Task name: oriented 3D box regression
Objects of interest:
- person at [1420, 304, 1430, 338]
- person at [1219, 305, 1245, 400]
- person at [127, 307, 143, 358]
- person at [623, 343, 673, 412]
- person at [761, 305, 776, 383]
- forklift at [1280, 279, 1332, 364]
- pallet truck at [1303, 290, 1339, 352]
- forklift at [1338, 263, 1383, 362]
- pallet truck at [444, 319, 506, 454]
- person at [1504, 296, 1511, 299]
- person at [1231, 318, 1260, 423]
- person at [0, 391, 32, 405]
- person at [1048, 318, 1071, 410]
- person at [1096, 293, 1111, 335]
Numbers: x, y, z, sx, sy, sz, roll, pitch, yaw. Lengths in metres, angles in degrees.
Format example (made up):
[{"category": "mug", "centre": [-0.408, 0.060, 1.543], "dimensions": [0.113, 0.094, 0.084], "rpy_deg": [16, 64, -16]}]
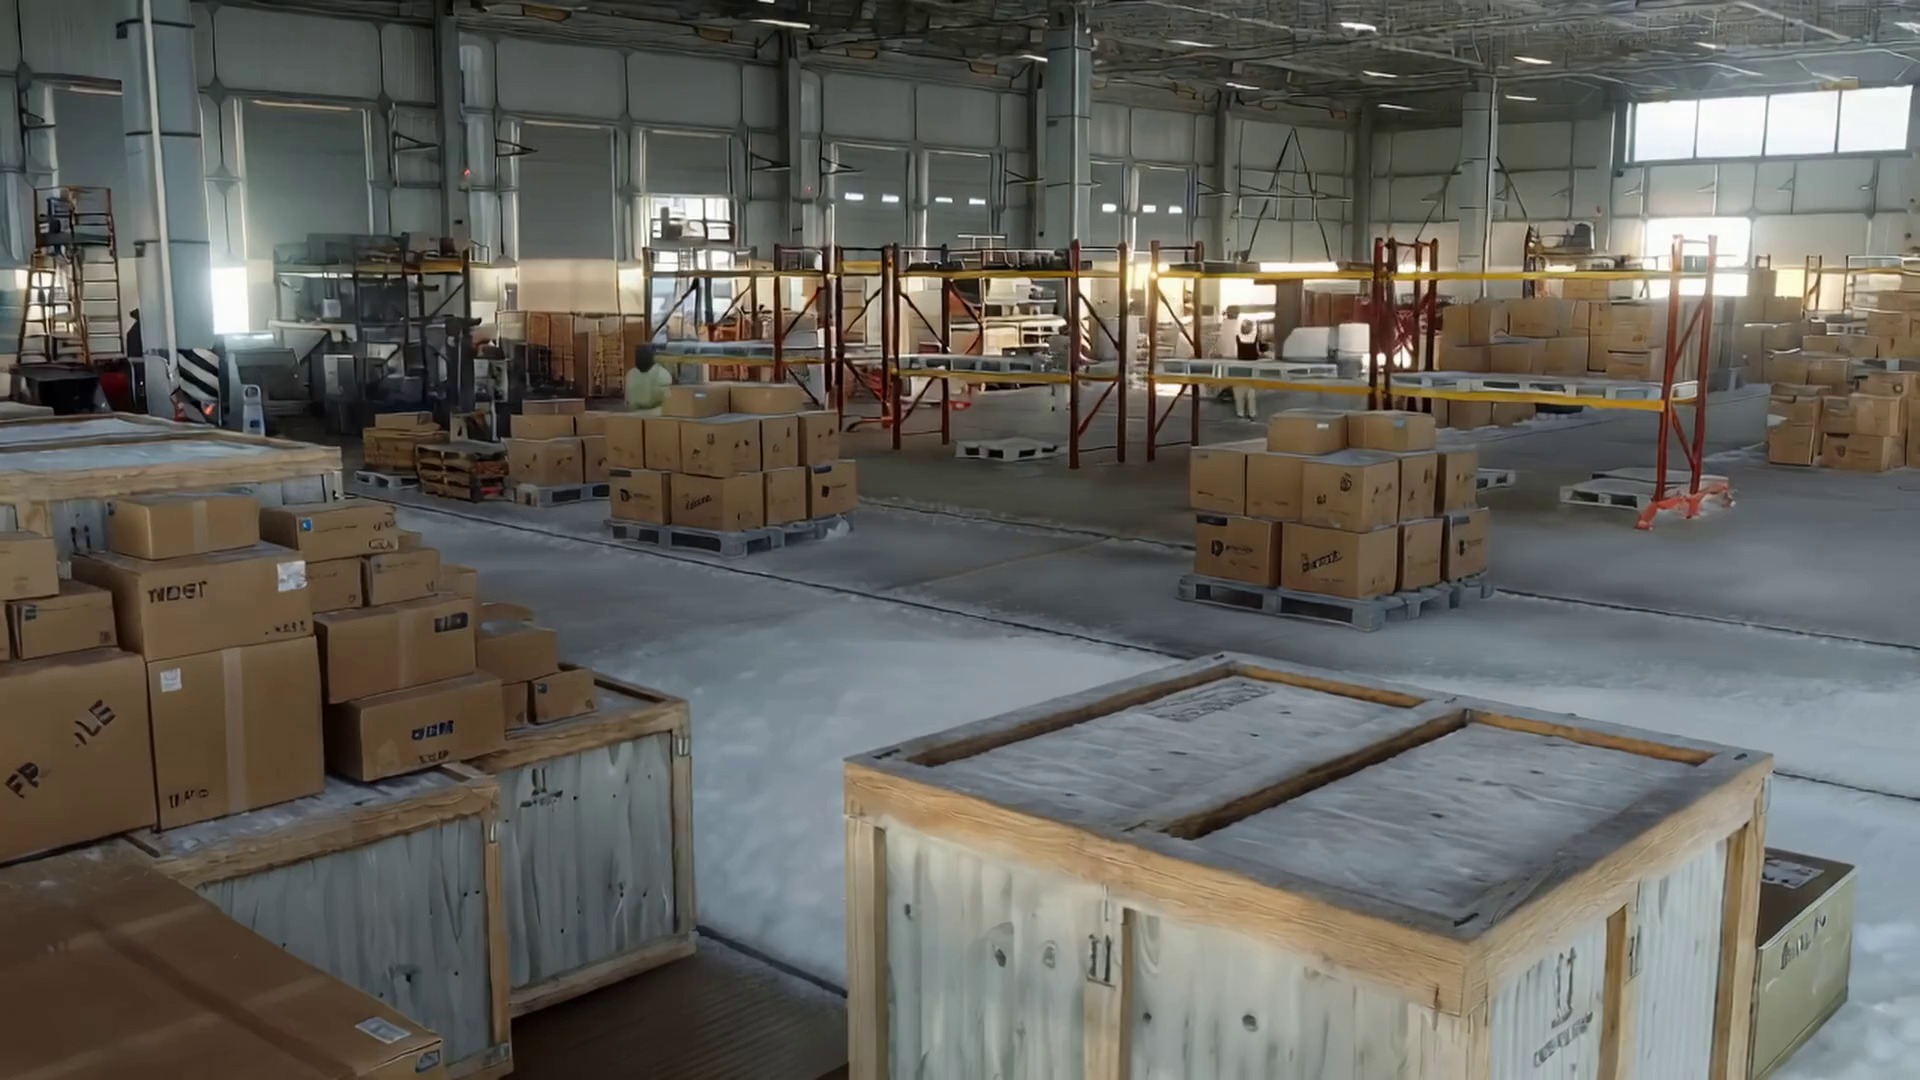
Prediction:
[{"category": "person", "centre": [13.469, -5.994, 48.081], "dimensions": [0.313, 1.642, 0.513], "rpy_deg": [-5, 11, -28]}, {"category": "person", "centre": [5.593, -3.787, 33.720], "dimensions": [0.791, 1.909, 0.666], "rpy_deg": [-3, 10, -18]}, {"category": "person", "centre": [-14.104, -3.004, 28.667], "dimensions": [0.611, 1.996, 0.379], "rpy_deg": [8, 12, 42]}, {"category": "person", "centre": [-3.515, -1.311, 18.789], "dimensions": [0.646, 1.830, 0.533], "rpy_deg": [4, 10, 22]}, {"category": "person", "centre": [-4.137, -4.168, 36.162], "dimensions": [0.391, 1.878, 0.673], "rpy_deg": [-5, 11, -29]}, {"category": "forklift", "centre": [8.964, -6.040, 44.578], "dimensions": [1.873, 2.768, 1.129], "rpy_deg": [5, 10, 28]}, {"category": "pallet truck", "centre": [11.297, -6.951, 52.861], "dimensions": [1.885, 1.965, 0.823], "rpy_deg": [-5, 11, -29]}, {"category": "forklift", "centre": [11.782, -6.481, 47.279], "dimensions": [1.873, 2.768, 1.129], "rpy_deg": [3, 10, 16]}, {"category": "pallet truck", "centre": [-6.981, -1.942, 22.150], "dimensions": [1.885, 1.965, 0.823], "rpy_deg": [1, 9, 9]}, {"category": "person", "centre": [14.836, -5.650, 45.118], "dimensions": [0.723, 1.914, 0.665], "rpy_deg": [-5, 11, -30]}, {"category": "person", "centre": [4.951, -2.919, 28.764], "dimensions": [0.525, 1.793, 0.955], "rpy_deg": [0, 9, 1]}, {"category": "person", "centre": [-6.252, -0.061, 11.053], "dimensions": [0.400, 1.851, 0.564], "rpy_deg": [-8, 12, -40]}, {"category": "person", "centre": [1.902, -3.297, 31.270], "dimensions": [0.485, 1.737, 0.325], "rpy_deg": [1, 9, 7]}, {"category": "person", "centre": [4.412, -6.666, 51.343], "dimensions": [0.535, 1.919, 0.576], "rpy_deg": [-4, 10, -23]}]
